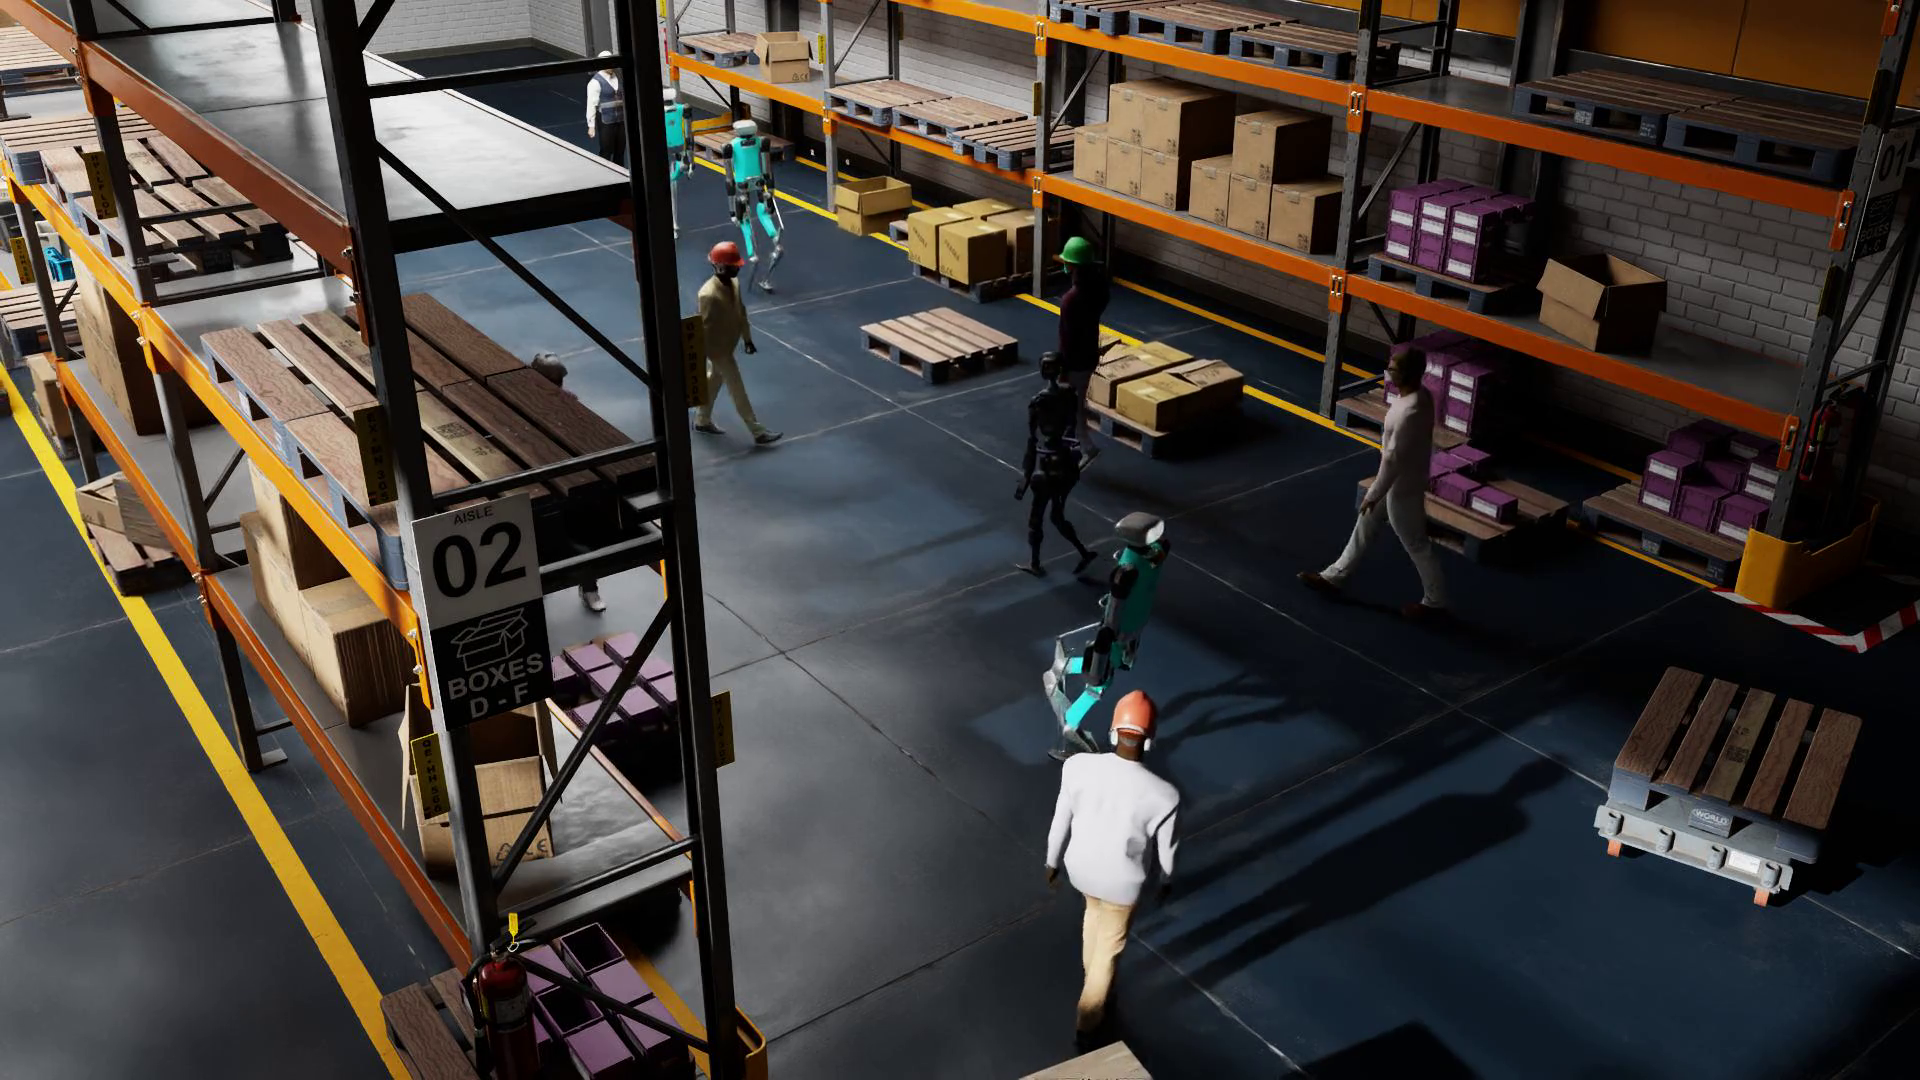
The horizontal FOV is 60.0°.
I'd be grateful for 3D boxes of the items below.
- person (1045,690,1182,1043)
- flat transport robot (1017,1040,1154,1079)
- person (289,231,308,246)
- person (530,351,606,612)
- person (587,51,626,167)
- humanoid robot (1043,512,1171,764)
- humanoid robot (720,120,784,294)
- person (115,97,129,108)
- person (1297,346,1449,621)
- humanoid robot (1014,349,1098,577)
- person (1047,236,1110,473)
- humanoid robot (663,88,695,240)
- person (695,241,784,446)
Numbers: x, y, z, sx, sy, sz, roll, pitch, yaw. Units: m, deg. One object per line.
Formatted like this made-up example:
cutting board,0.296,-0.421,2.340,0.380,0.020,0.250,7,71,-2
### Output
person,0.713,1.453,7.489,0.578,1.703,0.674,14,30,26
flat transport robot,0.422,2.988,6.043,1.431,0.231,0.659,-13,29,-24
person,-6.305,-2.610,15.666,0.287,1.629,0.498,13,29,24
person,-2.762,-0.463,11.208,0.500,1.800,0.938,-17,31,-30
person,-4.315,-5.150,20.570,0.429,1.757,0.769,18,32,32
humanoid robot,0.689,0.617,9.149,0.853,1.778,0.538,15,30,28
humanoid robot,-2.046,-3.300,17.027,0.541,1.877,0.727,-15,30,-28
person,-10.587,-5.440,20.892,0.399,1.990,0.620,-11,29,-22
person,2.834,-0.364,10.919,1.036,1.884,0.636,6,27,12
humanoid robot,0.675,-0.488,11.408,0.559,1.640,0.613,21,33,35
person,0.902,-1.401,12.922,0.471,1.931,0.508,17,31,31
humanoid robot,-3.293,-4.245,18.791,0.544,1.757,0.954,-13,29,-24
person,-1.861,-1.601,13.578,0.899,1.700,0.569,7,27,13
